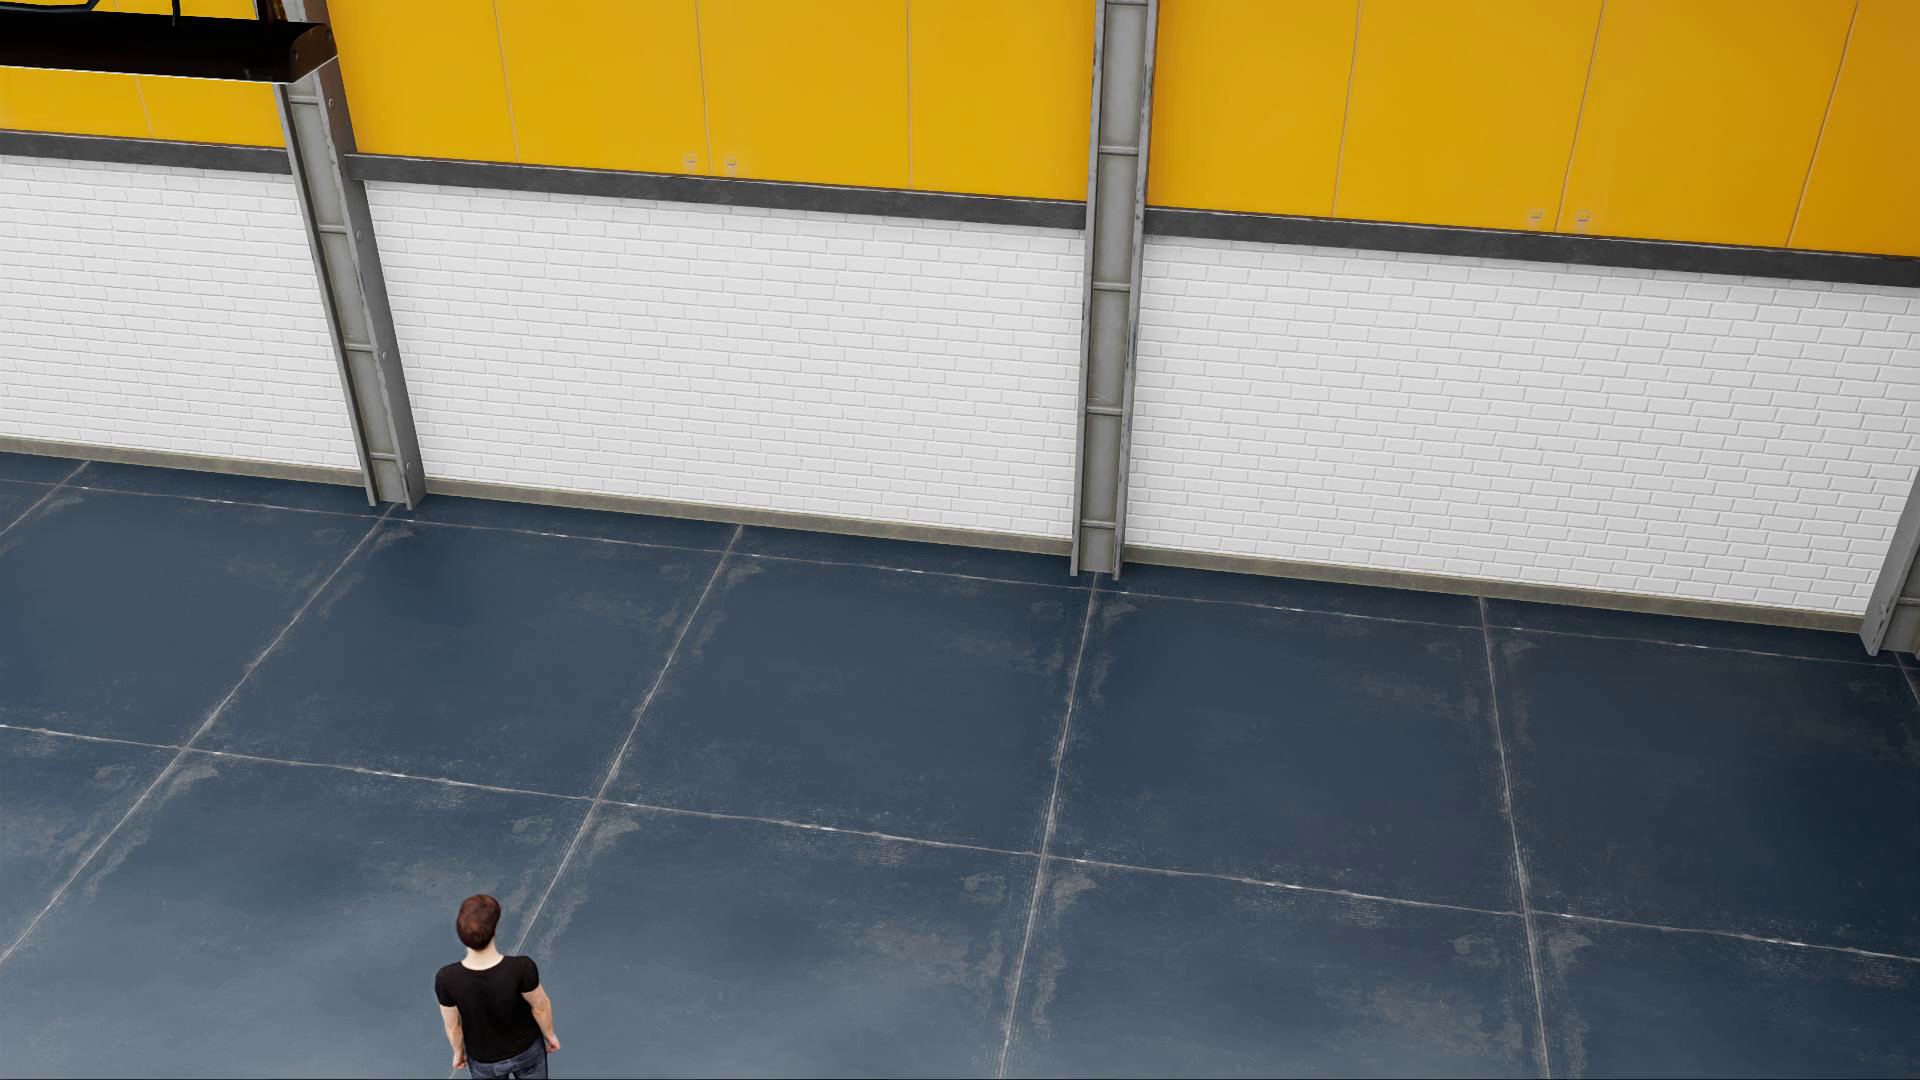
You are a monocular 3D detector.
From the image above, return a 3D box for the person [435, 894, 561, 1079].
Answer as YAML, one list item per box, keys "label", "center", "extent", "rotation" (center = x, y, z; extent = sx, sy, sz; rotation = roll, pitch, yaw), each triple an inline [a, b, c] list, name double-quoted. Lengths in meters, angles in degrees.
- label: "person"
  center: [-2.253, 2.505, 8.219]
  extent: [0.669, 1.897, 0.818]
  rotation: [-8, 34, -12]
